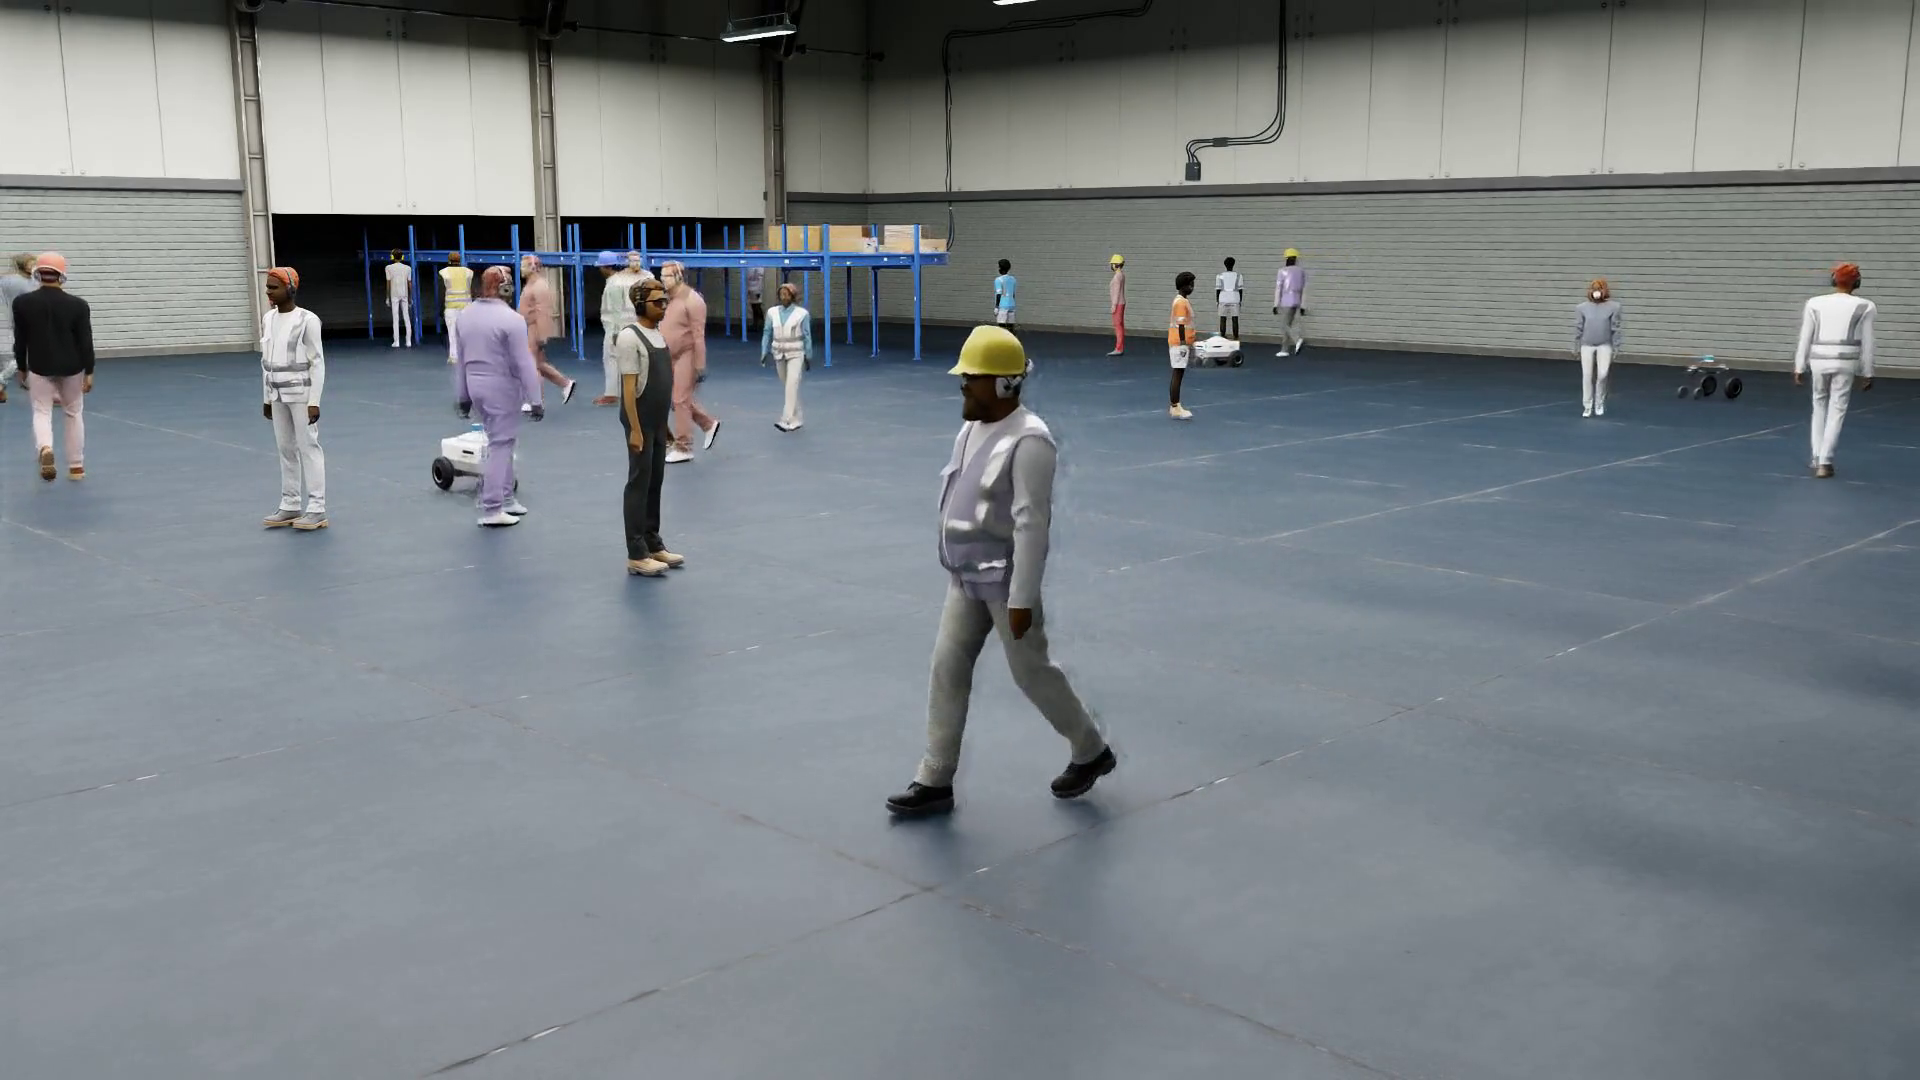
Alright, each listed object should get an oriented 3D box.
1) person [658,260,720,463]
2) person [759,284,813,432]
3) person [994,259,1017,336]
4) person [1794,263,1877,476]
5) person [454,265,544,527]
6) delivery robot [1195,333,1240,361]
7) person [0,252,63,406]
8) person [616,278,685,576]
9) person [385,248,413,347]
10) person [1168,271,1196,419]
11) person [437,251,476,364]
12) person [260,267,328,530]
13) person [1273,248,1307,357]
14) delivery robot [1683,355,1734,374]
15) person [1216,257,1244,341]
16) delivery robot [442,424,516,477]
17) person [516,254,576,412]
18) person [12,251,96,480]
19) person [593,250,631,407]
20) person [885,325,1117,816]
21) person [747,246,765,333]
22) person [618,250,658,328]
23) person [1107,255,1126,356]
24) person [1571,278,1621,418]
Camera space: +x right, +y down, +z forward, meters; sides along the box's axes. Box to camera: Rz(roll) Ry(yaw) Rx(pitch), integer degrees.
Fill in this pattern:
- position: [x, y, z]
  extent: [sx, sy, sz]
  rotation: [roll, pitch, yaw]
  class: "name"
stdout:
- position: [-2.568, -1.692, 15.692]
  extent: [0.693, 1.888, 0.657]
  rotation: [-10, 14, -43]
  class: "person"
- position: [-1.884, -1.952, 17.907]
  extent: [0.518, 1.589, 0.879]
  rotation: [4, 11, 22]
  class: "person"
- position: [0.782, -4.053, 29.068]
  extent: [0.321, 1.695, 0.537]
  rotation: [8, 13, 38]
  class: "person"
- position: [7.802, -1.519, 14.778]
  extent: [0.618, 1.859, 0.718]
  rotation: [9, 14, 40]
  class: "person"
- position: [-3.309, -1.058, 12.205]
  extent: [0.683, 1.882, 0.708]
  rotation: [7, 13, 34]
  class: "person"
- position: [4.167, -3.115, 26.926]
  extent: [0.707, 0.478, 0.477]
  rotation: [-5, 12, -26]
  class: "delivery robot"
- position: [-11.600, -2.609, 20.613]
  extent: [0.818, 1.915, 0.634]
  rotation: [1, 10, 4]
  class: "person"
- position: [-1.957, -0.719, 10.482]
  extent: [0.343, 1.847, 0.506]
  rotation: [2, 11, 13]
  class: "person"
- position: [-10.686, -4.614, 31.683]
  extent: [0.503, 1.864, 0.324]
  rotation: [-8, 13, -37]
  class: "person"
- position: [2.573, -2.262, 19.314]
  extent: [0.319, 1.693, 0.532]
  rotation: [1, 10, 5]
  class: "person"
- position: [-8.340, -3.851, 27.570]
  extent: [0.626, 1.843, 0.430]
  rotation: [-7, 12, -32]
  class: "person"
- position: [-4.831, -1.019, 12.020]
  extent: [0.572, 1.883, 0.356]
  rotation: [6, 12, 29]
  class: "person"
- position: [5.762, -4.105, 28.804]
  extent: [0.602, 1.895, 0.717]
  rotation: [-6, 12, -29]
  class: "person"
- position: [9.825, -2.306, 21.806]
  extent: [0.698, 0.223, 0.335]
  rotation: [-5, 11, -23]
  class: "delivery robot"
- position: [5.129, -4.531, 31.682]
  extent: [0.531, 1.693, 0.320]
  rotation: [1, 10, 7]
  class: "person"
- position: [-4.035, -0.732, 13.936]
  extent: [0.707, 0.478, 0.477]
  rotation: [10, 14, 43]
  class: "delivery robot"
- position: [-5.062, -2.506, 20.094]
  extent: [0.684, 1.890, 0.650]
  rotation: [-4, 11, -19]
  class: "person"
- position: [-7.730, -1.471, 14.220]
  extent: [0.623, 1.976, 0.760]
  rotation: [-4, 11, -23]
  class: "person"
- position: [-4.236, -2.640, 20.724]
  extent: [0.649, 1.925, 0.615]
  rotation: [-1, 10, -7]
  class: "person"
- position: [0.191, 0.108, 6.114]
  extent: [0.902, 1.799, 0.602]
  rotation: [-5, 12, -25]
  class: "person"
- position: [-4.499, -5.453, 36.216]
  extent: [0.370, 1.890, 0.705]
  rotation: [-8, 13, -37]
  class: "person"
- position: [-4.583, -3.143, 23.563]
  extent: [0.679, 1.890, 0.431]
  rotation: [-6, 12, -30]
  class: "person"
- position: [2.774, -4.151, 29.416]
  extent: [0.310, 1.769, 0.525]
  rotation: [3, 11, 15]
  class: "person"
- position: [7.393, -2.234, 19.364]
  extent: [0.521, 1.617, 0.374]
  rotation: [5, 12, 26]
  class: "person"
